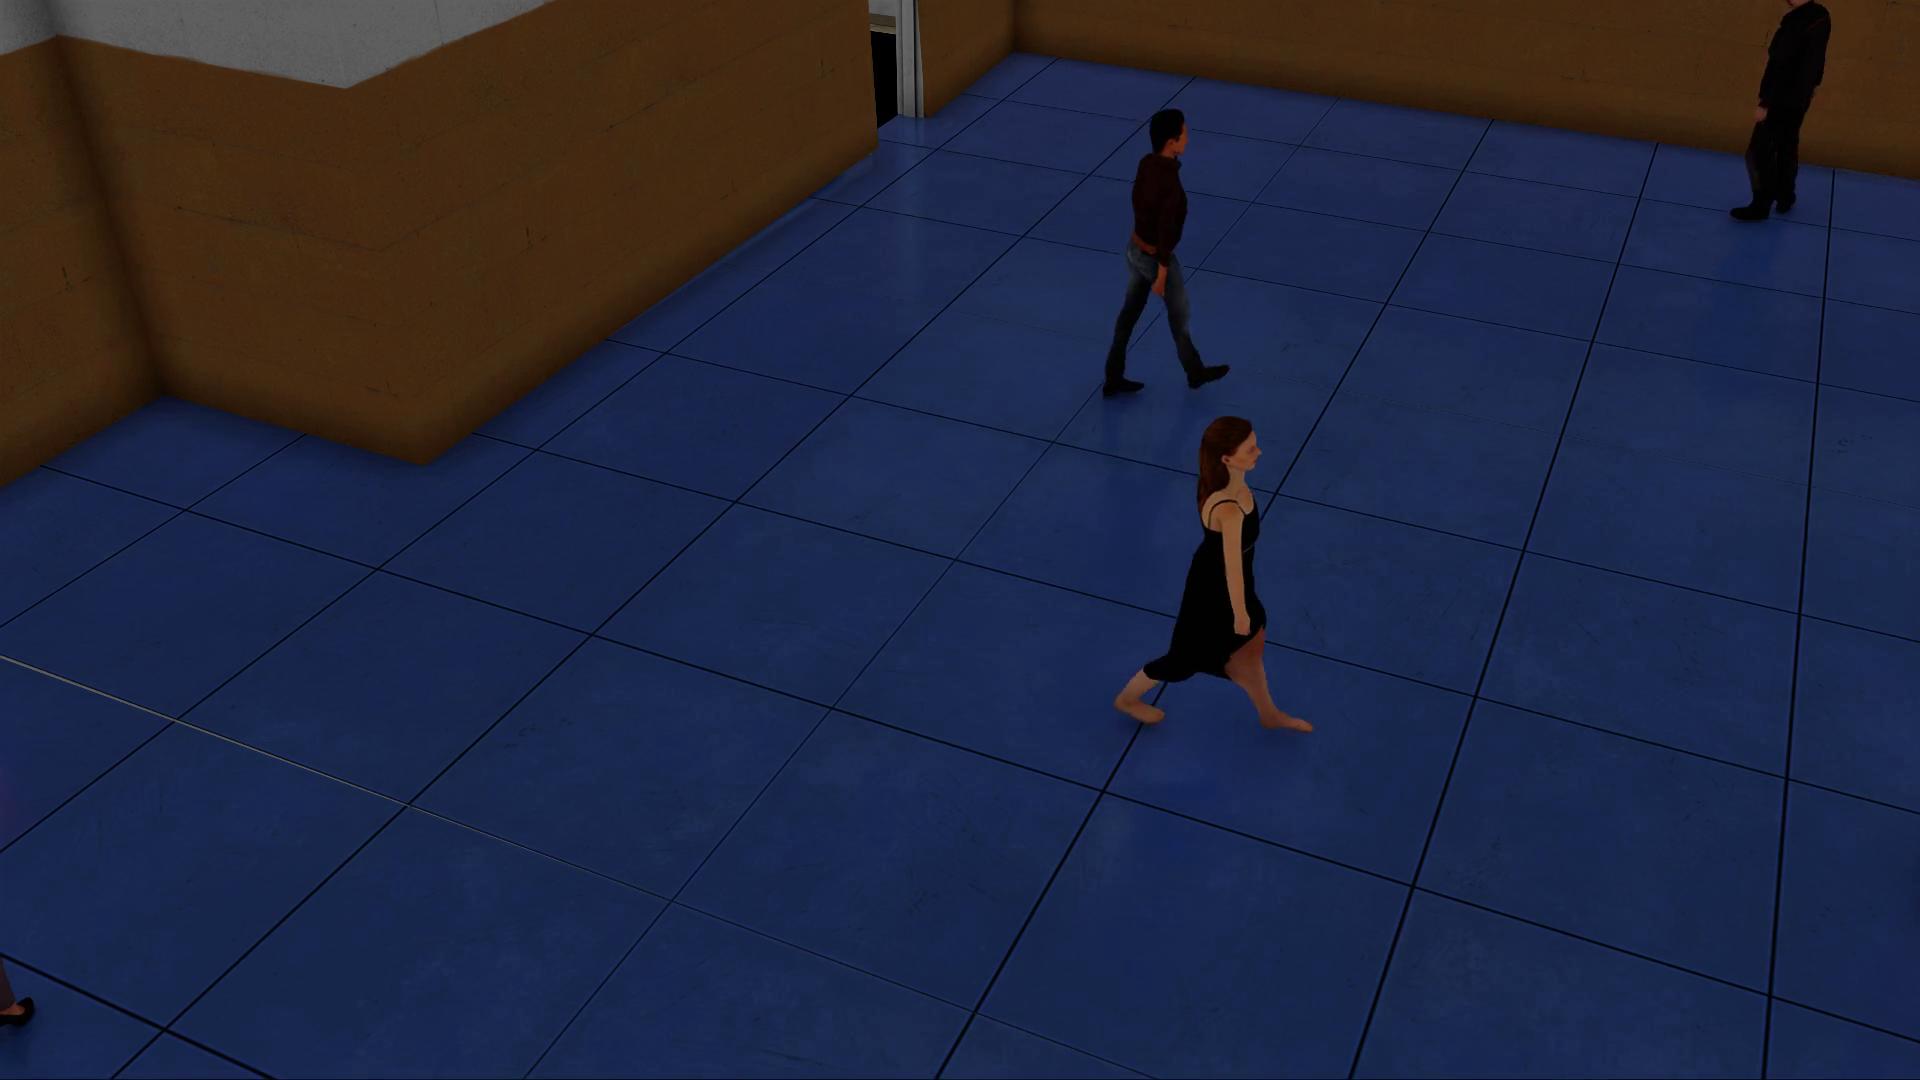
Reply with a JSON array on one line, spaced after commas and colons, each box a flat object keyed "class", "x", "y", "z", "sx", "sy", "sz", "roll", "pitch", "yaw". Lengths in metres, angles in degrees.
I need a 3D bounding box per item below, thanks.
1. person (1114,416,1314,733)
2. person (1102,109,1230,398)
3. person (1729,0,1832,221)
[{"class": "person", "x": 1.001, "y": 0.208, "z": 7.062, "sx": 1.162, "sy": 1.573, "sz": 0.755, "roll": 6, "pitch": 34, "yaw": 10}, {"class": "person", "x": 1.034, "y": -1.612, "z": 9.636, "sx": 1.098, "sy": 1.751, "sz": 1.031, "roll": -11, "pitch": 35, "yaw": -16}, {"class": "person", "x": 6.009, "y": -3.213, "z": 11.938, "sx": 0.991, "sy": 1.843, "sz": 0.824, "roll": -19, "pitch": 38, "yaw": -27}]
